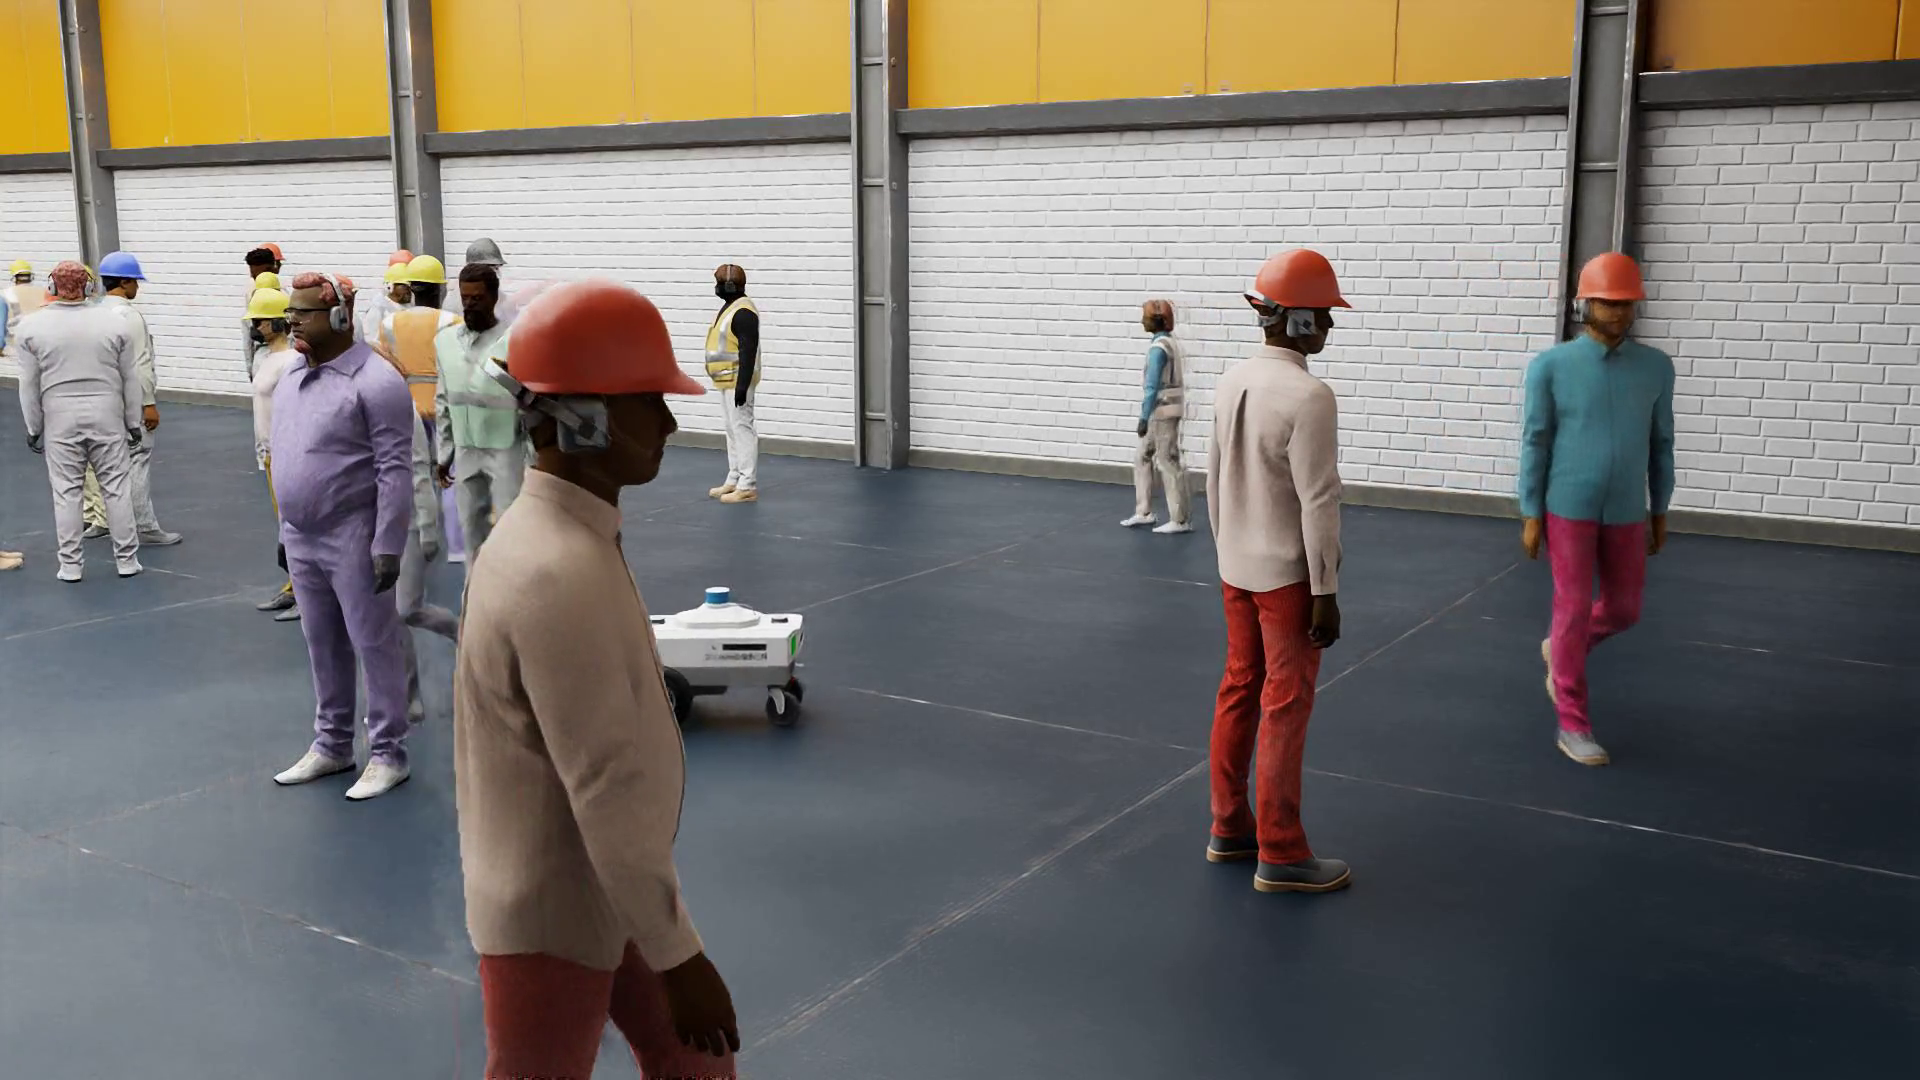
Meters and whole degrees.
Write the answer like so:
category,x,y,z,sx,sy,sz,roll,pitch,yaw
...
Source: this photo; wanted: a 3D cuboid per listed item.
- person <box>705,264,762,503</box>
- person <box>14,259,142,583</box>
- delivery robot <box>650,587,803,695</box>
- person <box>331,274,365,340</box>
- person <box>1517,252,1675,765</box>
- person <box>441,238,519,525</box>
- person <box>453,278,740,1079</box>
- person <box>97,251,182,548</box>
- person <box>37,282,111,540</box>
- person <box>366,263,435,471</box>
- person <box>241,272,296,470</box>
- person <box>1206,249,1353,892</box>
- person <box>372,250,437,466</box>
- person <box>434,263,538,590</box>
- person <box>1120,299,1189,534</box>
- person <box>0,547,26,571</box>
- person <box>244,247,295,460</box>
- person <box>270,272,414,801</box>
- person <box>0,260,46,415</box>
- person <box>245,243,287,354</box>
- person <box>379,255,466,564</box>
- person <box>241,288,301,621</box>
category,x,y,z,sx,sy,sz,roll,pitch,yaw
person,-1.757,-1.212,12.906,0.429,1.842,0.622,-4,11,-20
person,-5.205,-0.700,9.882,0.644,1.908,0.408,-6,12,-30
delivery robot,-1.018,0.443,7.032,0.707,0.478,0.477,-1,10,-3
person,-4.958,-1.262,13.419,0.330,1.750,0.572,-2,11,-13
person,2.493,-0.148,6.623,0.610,1.980,0.702,-1,10,-4
person,-3.346,-1.140,11.948,0.537,2.000,0.678,4,11,20
person,-0.484,0.573,2.691,0.944,1.954,0.623,-1,10,-8
person,-5.490,-0.918,10.976,0.604,1.947,0.394,7,13,35
person,-6.006,-0.879,11.295,0.343,1.749,0.573,-9,13,-40
person,-4.832,-1.475,14.406,0.403,1.826,0.594,5,11,26
person,-6.059,-1.483,14.674,0.484,1.744,0.295,2,10,9
person,1.006,0.097,5.218,0.388,1.992,0.625,-4,11,-21
person,-4.895,-1.591,14.736,0.359,1.935,0.552,7,12,33
person,-2.378,-0.442,8.457,0.594,1.910,0.385,3,11,17
person,1.323,-0.844,11.477,0.627,1.612,0.539,2,11,13
person,-5.981,-0.709,10.148,0.358,1.835,0.516,-7,12,-33
person,-6.212,-1.661,15.060,0.400,1.958,0.608,-8,13,-36
person,-2.278,-0.011,6.059,0.639,1.911,0.406,6,12,30
person,-10.419,-2.207,18.541,0.729,1.801,0.593,8,13,39
person,-7.062,-2.047,17.100,0.625,1.992,0.386,7,12,32
person,-3.299,-0.802,10.390,0.587,1.928,0.362,1,10,7
person,-3.630,-0.454,8.909,0.309,1.769,0.524,-7,13,-36
